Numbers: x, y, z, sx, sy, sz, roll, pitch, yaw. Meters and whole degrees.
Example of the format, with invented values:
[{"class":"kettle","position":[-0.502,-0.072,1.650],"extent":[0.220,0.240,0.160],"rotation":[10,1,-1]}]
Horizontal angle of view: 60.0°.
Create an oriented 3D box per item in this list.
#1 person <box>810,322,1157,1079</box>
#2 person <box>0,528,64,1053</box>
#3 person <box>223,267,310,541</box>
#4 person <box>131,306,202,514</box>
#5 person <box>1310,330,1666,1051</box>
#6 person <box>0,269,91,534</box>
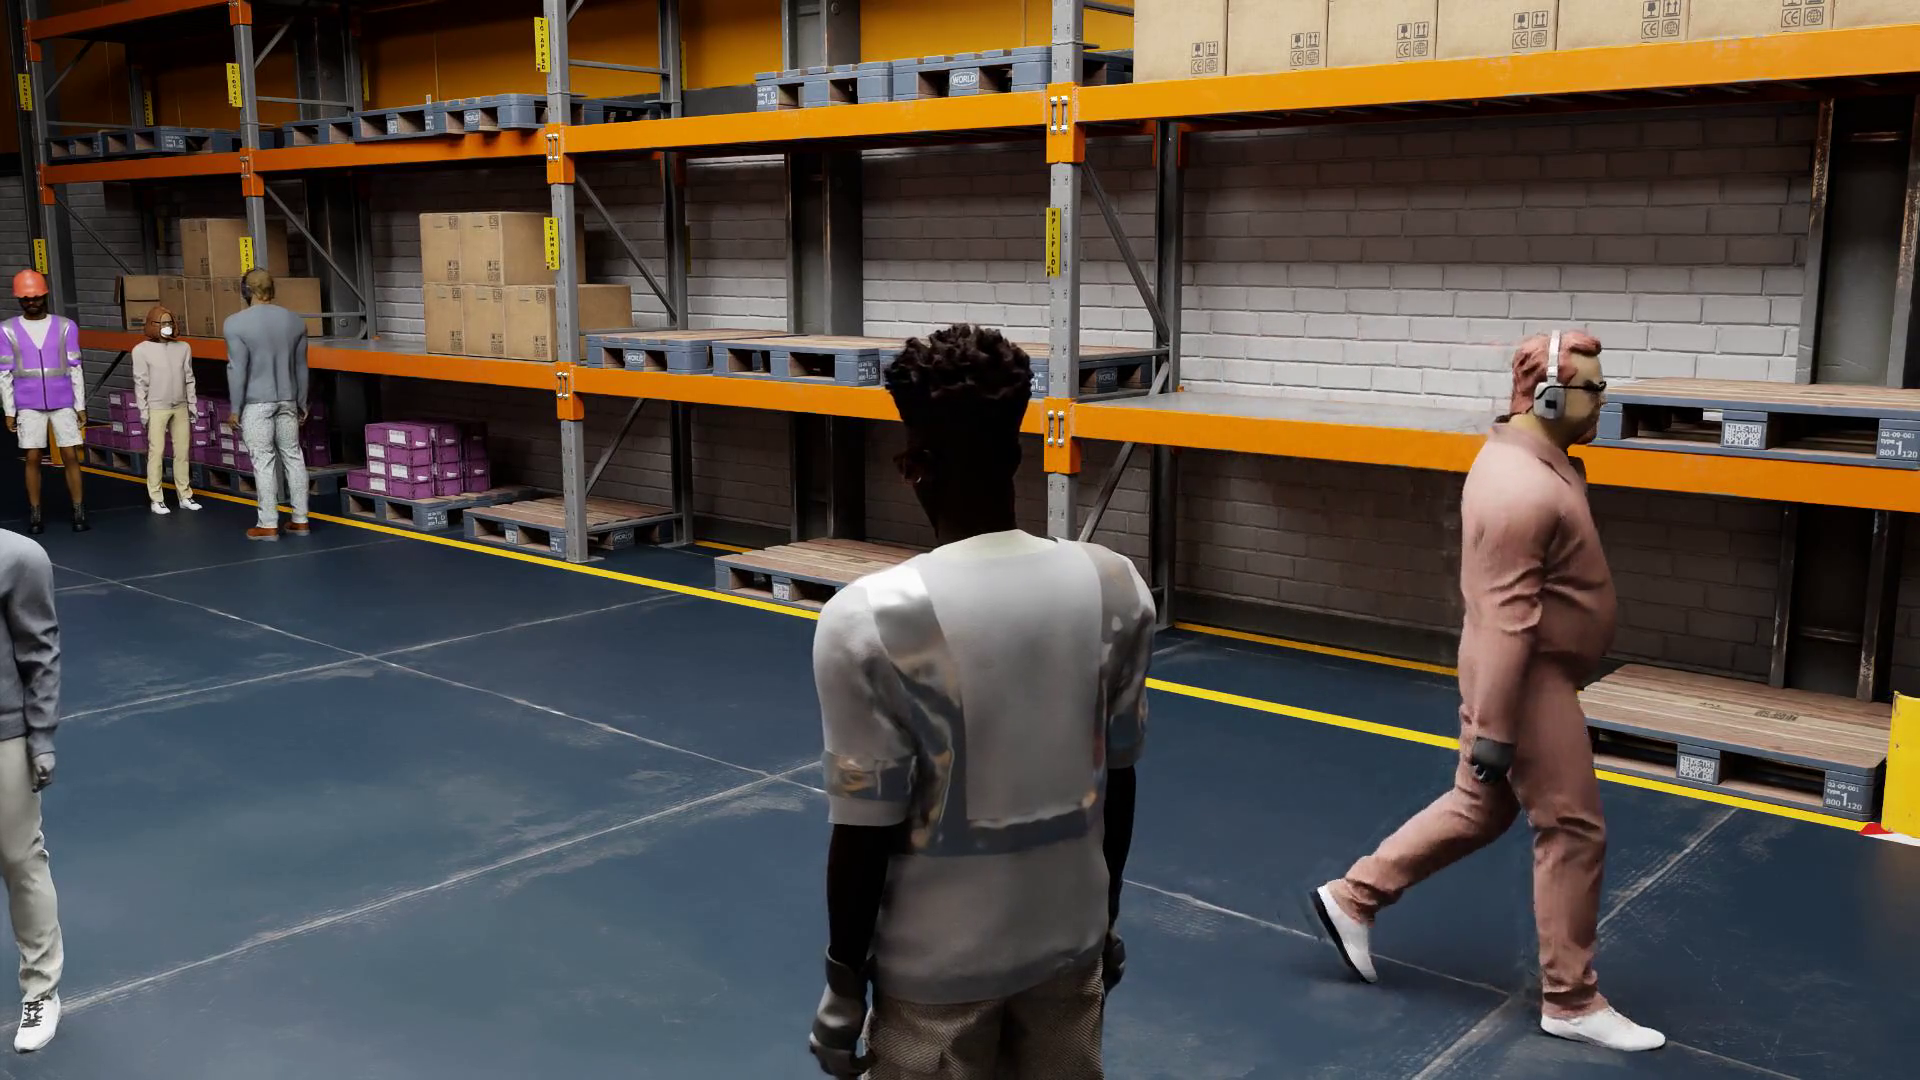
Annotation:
[{"class":"person","position":[0.029,0.633,2.687],"extent":[0.602,1.966,0.368],"rotation":[-7,12,-33]},{"class":"person","position":[-2.566,0.520,4.279],"extent":[0.499,1.633,0.285],"rotation":[-1,10,-5]},{"class":"person","position":[-4.925,-0.963,11.857],"extent":[0.355,1.936,0.635],"rotation":[7,12,34]},{"class":"person","position":[-6.226,-1.017,13.061],"extent":[0.282,1.625,0.493],"rotation":[6,12,30]},{"class":"person","position":[1.414,0.379,4.416],"extent":[0.865,1.880,0.646],"rotation":[3,10,15]},{"class":"person","position":[-6.659,-0.995,12.090],"extent":[0.543,1.926,0.390],"rotation":[-6,11,-29]}]
